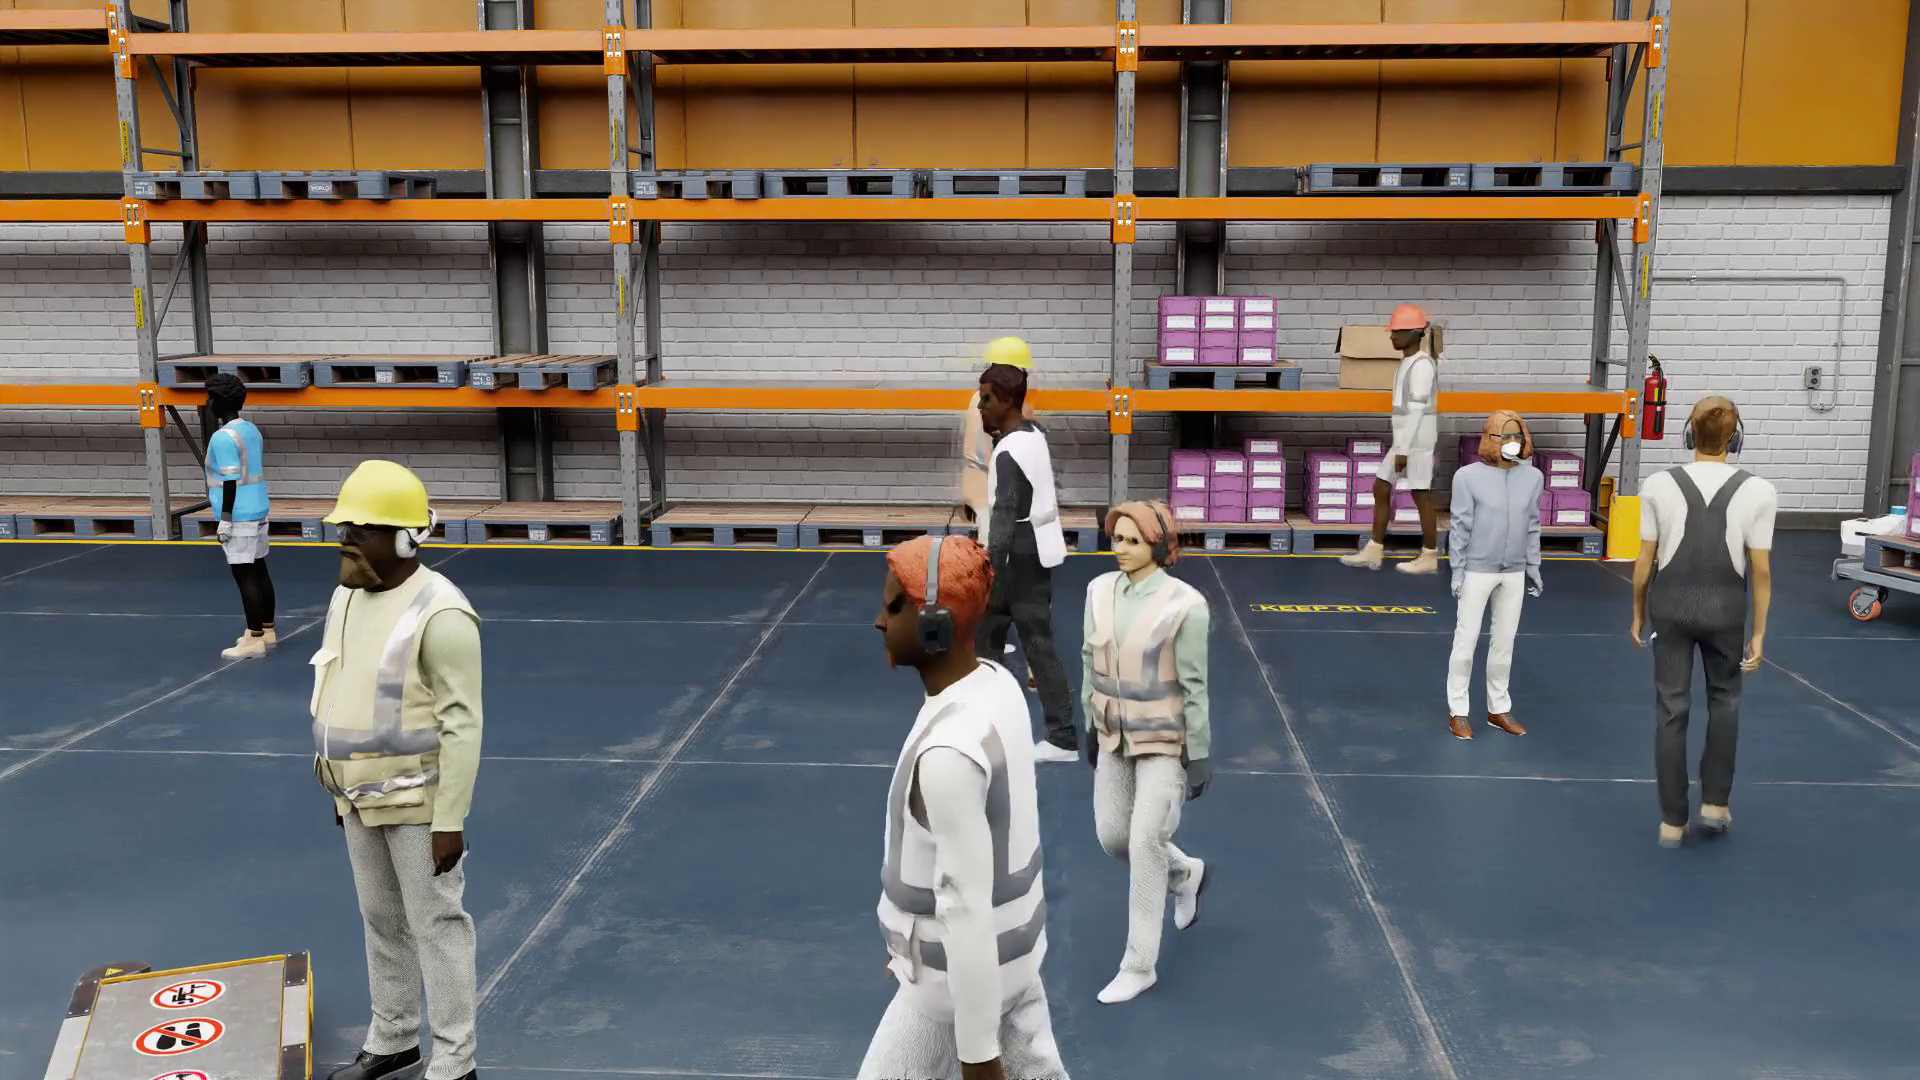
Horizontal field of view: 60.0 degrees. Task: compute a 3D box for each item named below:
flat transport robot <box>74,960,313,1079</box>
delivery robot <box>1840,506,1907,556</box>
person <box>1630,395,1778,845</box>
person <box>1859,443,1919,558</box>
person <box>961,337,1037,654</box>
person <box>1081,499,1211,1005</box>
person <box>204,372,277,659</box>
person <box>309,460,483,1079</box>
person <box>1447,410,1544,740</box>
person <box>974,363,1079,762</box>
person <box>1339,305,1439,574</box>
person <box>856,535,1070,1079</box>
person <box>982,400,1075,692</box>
[{"bbox_3d":[-2.124,1.480,4.550,0.652,0.197,1.431,-4,10,-20],"label":"flat transport robot"},{"bbox_3d":[6.833,-0.006,12.142,0.477,0.478,0.707,-6,11,-31],"label":"delivery robot"},{"bbox_3d":[3.012,0.323,6.794,0.508,1.829,0.562,4,11,23],"label":"person"},{"bbox_3d":[6.977,-0.584,11.891,0.819,1.917,0.660,4,10,22],"label":"person"},{"bbox_3d":[0.217,-0.252,9.891,0.453,1.905,0.625,-3,10,-15],"label":"person"},{"bbox_3d":[0.647,0.656,5.452,0.610,1.622,0.522,-9,13,-42],"label":"person"},{"bbox_3d":[-4.282,-0.144,9.880,0.319,1.698,0.539,-1,10,-5],"label":"person"},{"bbox_3d":[-1.559,0.691,4.588,0.592,1.837,0.404,7,12,37],"label":"person"},{"bbox_3d":[2.651,0.169,8.236,0.498,1.634,0.279,-2,10,-13],"label":"person"},{"bbox_3d":[0.171,0.122,7.821,0.898,1.874,0.602,1,10,8],"label":"person"},{"bbox_3d":[3.218,-0.731,12.384,0.855,2.013,0.645,0,10,1],"label":"person"},{"bbox_3d":[0.015,0.889,3.473,1.029,1.836,0.576,3,10,15],"label":"person"},{"bbox_3d":[0.364,0.044,9.035,0.669,1.610,0.504,-1,10,-6],"label":"person"}]
